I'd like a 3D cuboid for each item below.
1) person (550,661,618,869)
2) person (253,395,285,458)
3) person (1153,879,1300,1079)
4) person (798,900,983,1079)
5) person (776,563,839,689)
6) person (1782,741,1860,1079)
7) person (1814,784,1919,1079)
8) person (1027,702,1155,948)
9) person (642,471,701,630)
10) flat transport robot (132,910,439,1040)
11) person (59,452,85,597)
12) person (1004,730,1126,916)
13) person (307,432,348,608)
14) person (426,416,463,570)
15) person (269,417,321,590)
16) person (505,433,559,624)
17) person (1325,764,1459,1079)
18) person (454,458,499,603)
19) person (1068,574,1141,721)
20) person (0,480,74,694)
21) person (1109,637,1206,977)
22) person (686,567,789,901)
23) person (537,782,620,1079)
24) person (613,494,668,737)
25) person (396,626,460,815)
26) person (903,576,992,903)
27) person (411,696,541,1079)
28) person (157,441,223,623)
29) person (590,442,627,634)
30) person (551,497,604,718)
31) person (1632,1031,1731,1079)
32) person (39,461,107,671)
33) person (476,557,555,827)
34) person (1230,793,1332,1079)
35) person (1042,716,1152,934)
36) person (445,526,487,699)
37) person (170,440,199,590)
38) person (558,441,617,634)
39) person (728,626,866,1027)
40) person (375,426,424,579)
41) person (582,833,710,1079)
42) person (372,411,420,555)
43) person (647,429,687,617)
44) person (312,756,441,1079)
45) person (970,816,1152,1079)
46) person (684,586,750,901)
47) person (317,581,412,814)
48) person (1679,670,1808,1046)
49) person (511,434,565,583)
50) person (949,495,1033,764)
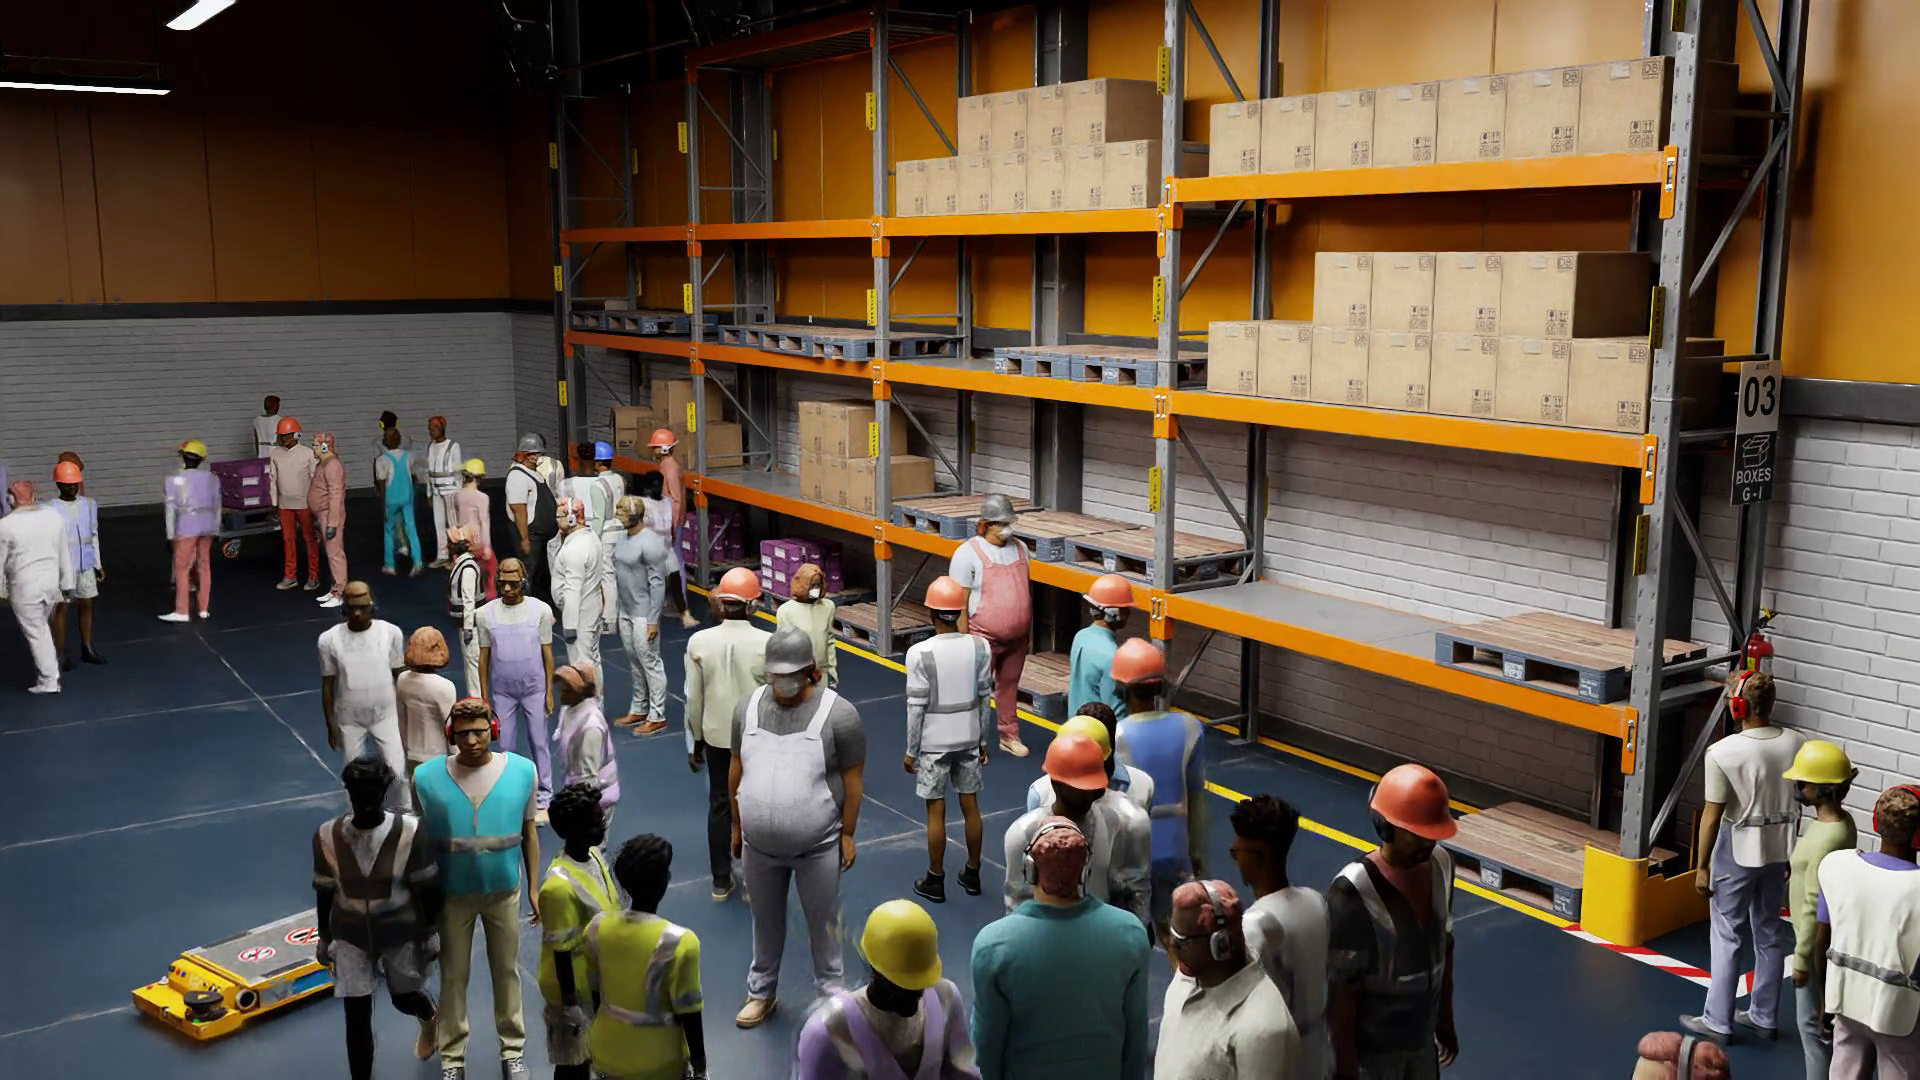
[{"bbox_3d":[-2.075,1.441,9.209,0.354,1.617,0.559,-5,11,-29],"label":"person"},{"bbox_3d":[-9.767,-1.137,23.678,0.566,1.841,0.390,3,10,17],"label":"person"},{"bbox_3d":[0.790,1.981,5.236,0.401,1.894,0.653,-3,10,-16],"label":"person"},{"bbox_3d":[-0.169,1.996,5.150,0.622,1.875,0.847,-9,13,-43],"label":"person"},{"bbox_3d":[-1.087,0.971,11.919,0.497,1.632,0.289,-8,13,-40],"label":"person"},{"bbox_3d":[3.659,1.722,7.136,0.339,1.762,0.526,6,12,33],"label":"person"},{"bbox_3d":[3.493,1.821,6.296,0.389,1.846,0.567,-6,11,-30],"label":"person"},{"bbox_3d":[0.567,1.627,7.226,0.591,1.919,0.390,-4,10,-21],"label":"person"},{"bbox_3d":[-3.033,0.120,16.853,0.836,1.648,0.544,9,13,41],"label":"person"},{"bbox_3d":[-3.482,2.193,8.735,0.652,0.197,1.431,7,12,37],"label":"flat transport robot"},{"bbox_3d":[-9.916,-0.178,18.651,0.279,1.634,0.497,-5,11,-26],"label":"person"},{"bbox_3d":[0.447,1.703,6.761,0.546,1.930,0.386,-5,11,-26],"label":"person"},{"bbox_3d":[-6.889,-0.225,18.131,0.409,1.907,0.651,-4,11,-24],"label":"person"},{"bbox_3d":[-6.291,-0.576,20.286,0.589,1.879,0.374,6,11,32],"label":"person"},{"bbox_3d":[-7.585,-0.413,18.977,0.617,1.993,0.396,2,10,9],"label":"person"},{"bbox_3d":[-4.339,-0.091,16.950,0.535,2.000,0.681,0,10,-1],"label":"person"},{"bbox_3d":[1.586,1.780,6.019,0.611,2.031,0.408,-7,12,-36],"label":"person"},{"bbox_3d":[-4.920,0.030,17.074,0.539,1.747,0.585,6,11,31],"label":"person"},{"bbox_3d":[0.836,1.178,9.688,0.409,1.987,0.607,-3,10,-17],"label":"person"},{"bbox_3d":[-8.116,0.413,14.474,0.598,1.880,0.637,4,10,21],"label":"person"},{"bbox_3d":[0.917,1.482,7.748,0.643,2.030,0.717,-4,10,-20],"label":"person"},{"bbox_3d":[-1.297,1.149,9.809,0.612,1.994,0.395,2,10,9],"label":"person"},{"bbox_3d":[-1.544,1.812,6.789,0.320,1.698,0.531,0,10,1],"label":"person"},{"bbox_3d":[-2.553,0.592,13.248,0.362,1.936,0.631,-7,12,-36],"label":"person"},{"bbox_3d":[-3.126,1.315,9.886,0.500,1.636,0.282,6,11,32],"label":"person"},{"bbox_3d":[-0.081,1.174,9.828,0.543,1.939,0.360,-4,11,-24],"label":"person"},{"bbox_3d":[-2.192,1.601,7.584,0.564,1.848,0.388,-3,10,-19],"label":"person"},{"bbox_3d":[-8.084,-0.088,17.428,0.419,1.871,0.765,7,12,34],"label":"person"},{"bbox_3d":[-3.576,-0.024,16.832,0.386,1.948,0.601,2,10,13],"label":"person"},{"bbox_3d":[-3.063,0.601,13.315,0.399,1.900,0.644,0,10,0],"label":"person"},{"bbox_3d":[1.808,2.158,4.194,0.400,1.896,0.644,5,11,26],"label":"person"},{"bbox_3d":[-8.174,0.232,15.357,0.378,1.936,0.548,6,12,33],"label":"person"},{"bbox_3d":[-2.949,1.013,11.088,0.501,1.839,0.340,-1,10,-7],"label":"person"},{"bbox_3d":[1.087,1.857,5.810,0.473,1.940,0.646,8,12,38],"label":"person"},{"bbox_3d":[0.524,1.663,7.023,0.589,1.918,0.396,8,12,39],"label":"person"},{"bbox_3d":[-4.013,0.691,13.567,0.314,1.633,0.518,-4,10,-23],"label":"person"},{"bbox_3d":[-8.833,-0.276,18.994,0.514,1.709,0.583,-5,11,-25],"label":"person"},{"bbox_3d":[-3.730,-0.014,16.757,0.607,1.958,0.378,-2,10,-13],"label":"person"},{"bbox_3d":[-0.831,1.412,8.131,0.688,2.000,0.539,2,10,14],"label":"person"},{"bbox_3d":[-6.633,-0.445,19.696,0.496,1.807,0.876,-7,12,-37],"label":"person"},{"bbox_3d":[-1.164,1.924,6.177,0.580,1.667,0.392,6,11,30],"label":"person"},{"bbox_3d":[-7.292,-0.748,21.451,0.522,1.817,0.926,-6,11,-32],"label":"person"},{"bbox_3d":[-3.098,-0.188,17.654,0.396,1.993,0.618,-3,10,-15],"label":"person"},{"bbox_3d":[-2.581,1.720,7.427,0.548,1.668,0.716,-1,10,-7],"label":"person"},{"bbox_3d":[0.331,1.884,5.753,0.638,1.909,0.408,-2,10,-13],"label":"person"},{"bbox_3d":[-1.348,1.203,9.987,0.596,1.848,0.687,-1,10,-8],"label":"person"},{"bbox_3d":[-3.726,1.133,10.454,0.542,1.819,0.459,-4,10,-23],"label":"person"},{"bbox_3d":[3.796,1.538,8.003,0.560,1.836,0.394,-3,10,-16],"label":"person"},{"bbox_3d":[-4.690,-0.267,18.571,0.621,1.845,0.429,-2,10,-9],"label":"person"},{"bbox_3d":[0.294,0.663,12.525,0.689,2.000,0.538,-6,12,-33],"label":"person"}]
